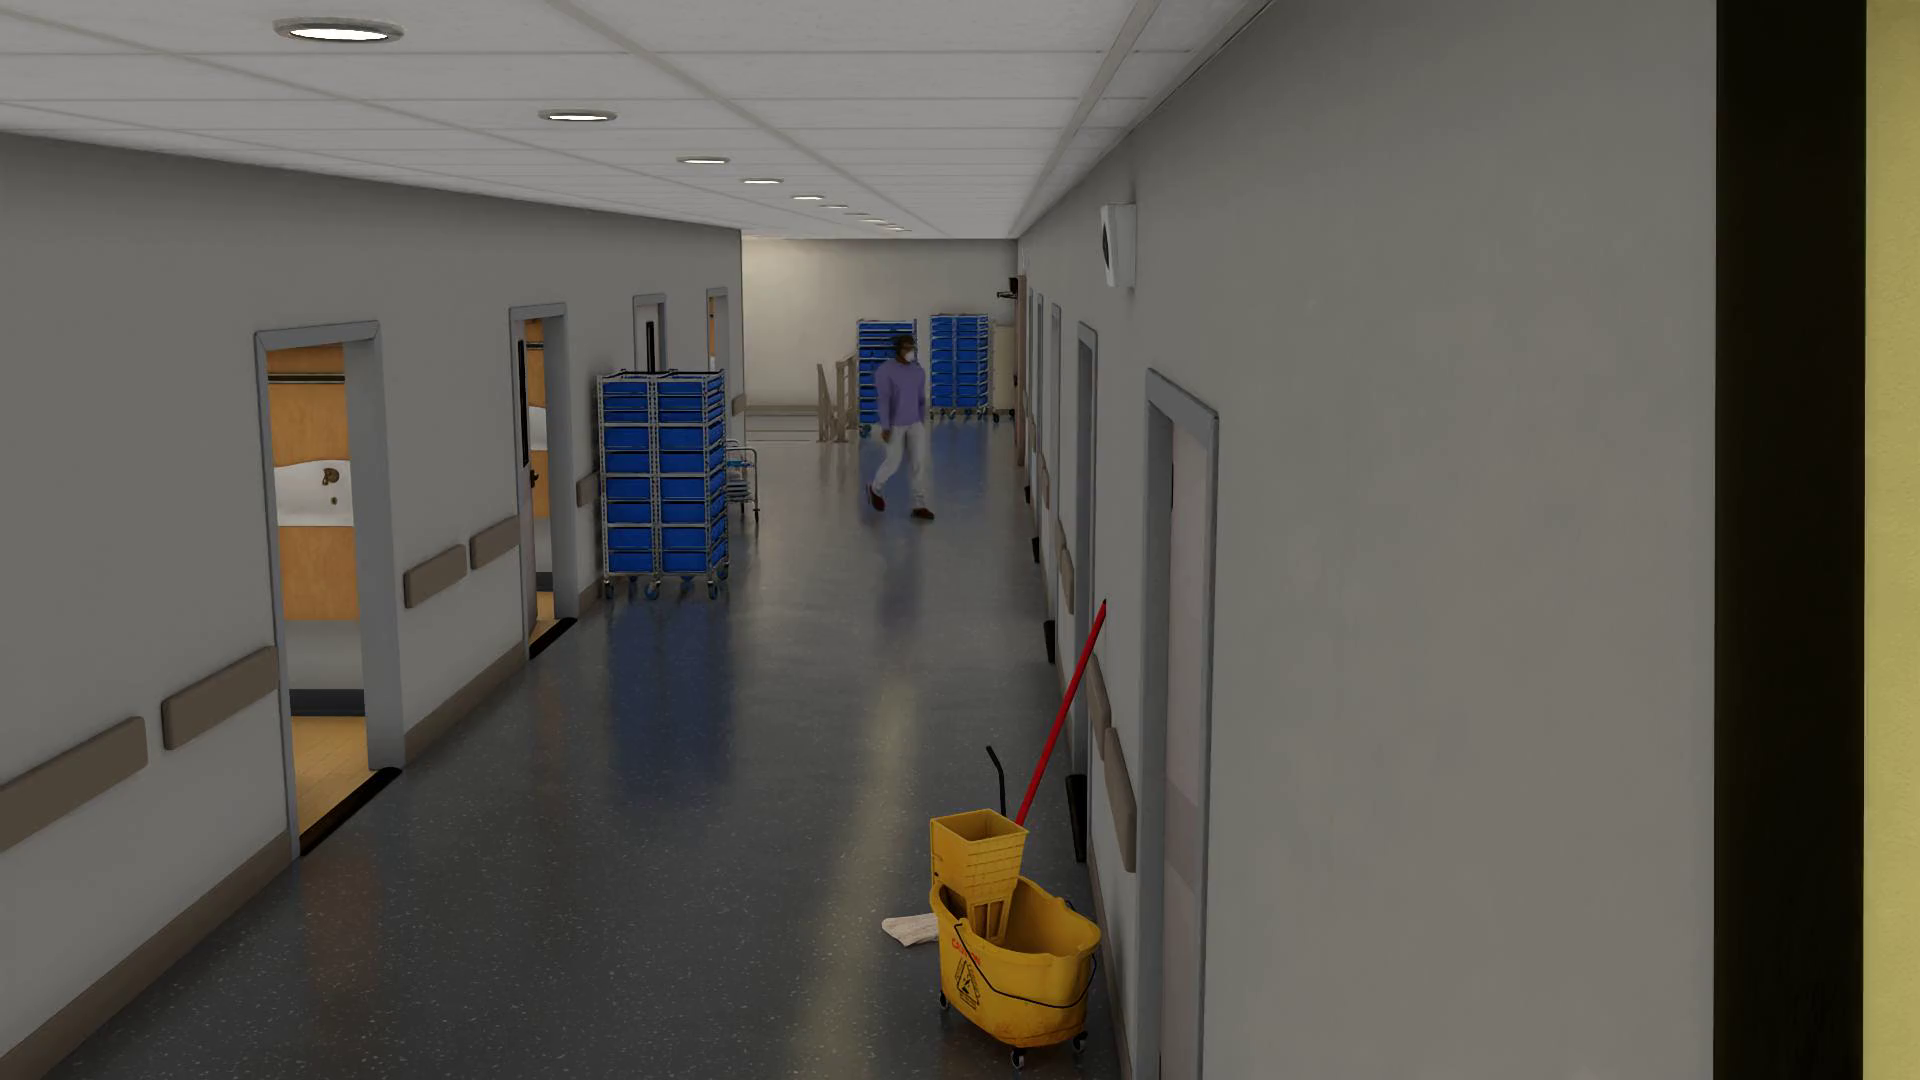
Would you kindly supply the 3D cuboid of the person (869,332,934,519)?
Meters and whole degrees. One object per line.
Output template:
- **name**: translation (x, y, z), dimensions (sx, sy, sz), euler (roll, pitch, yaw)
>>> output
- **person**: translation (-0.610, -1.184, 17.136), dimensions (0.632, 1.911, 0.788), euler (-7, 12, -37)
